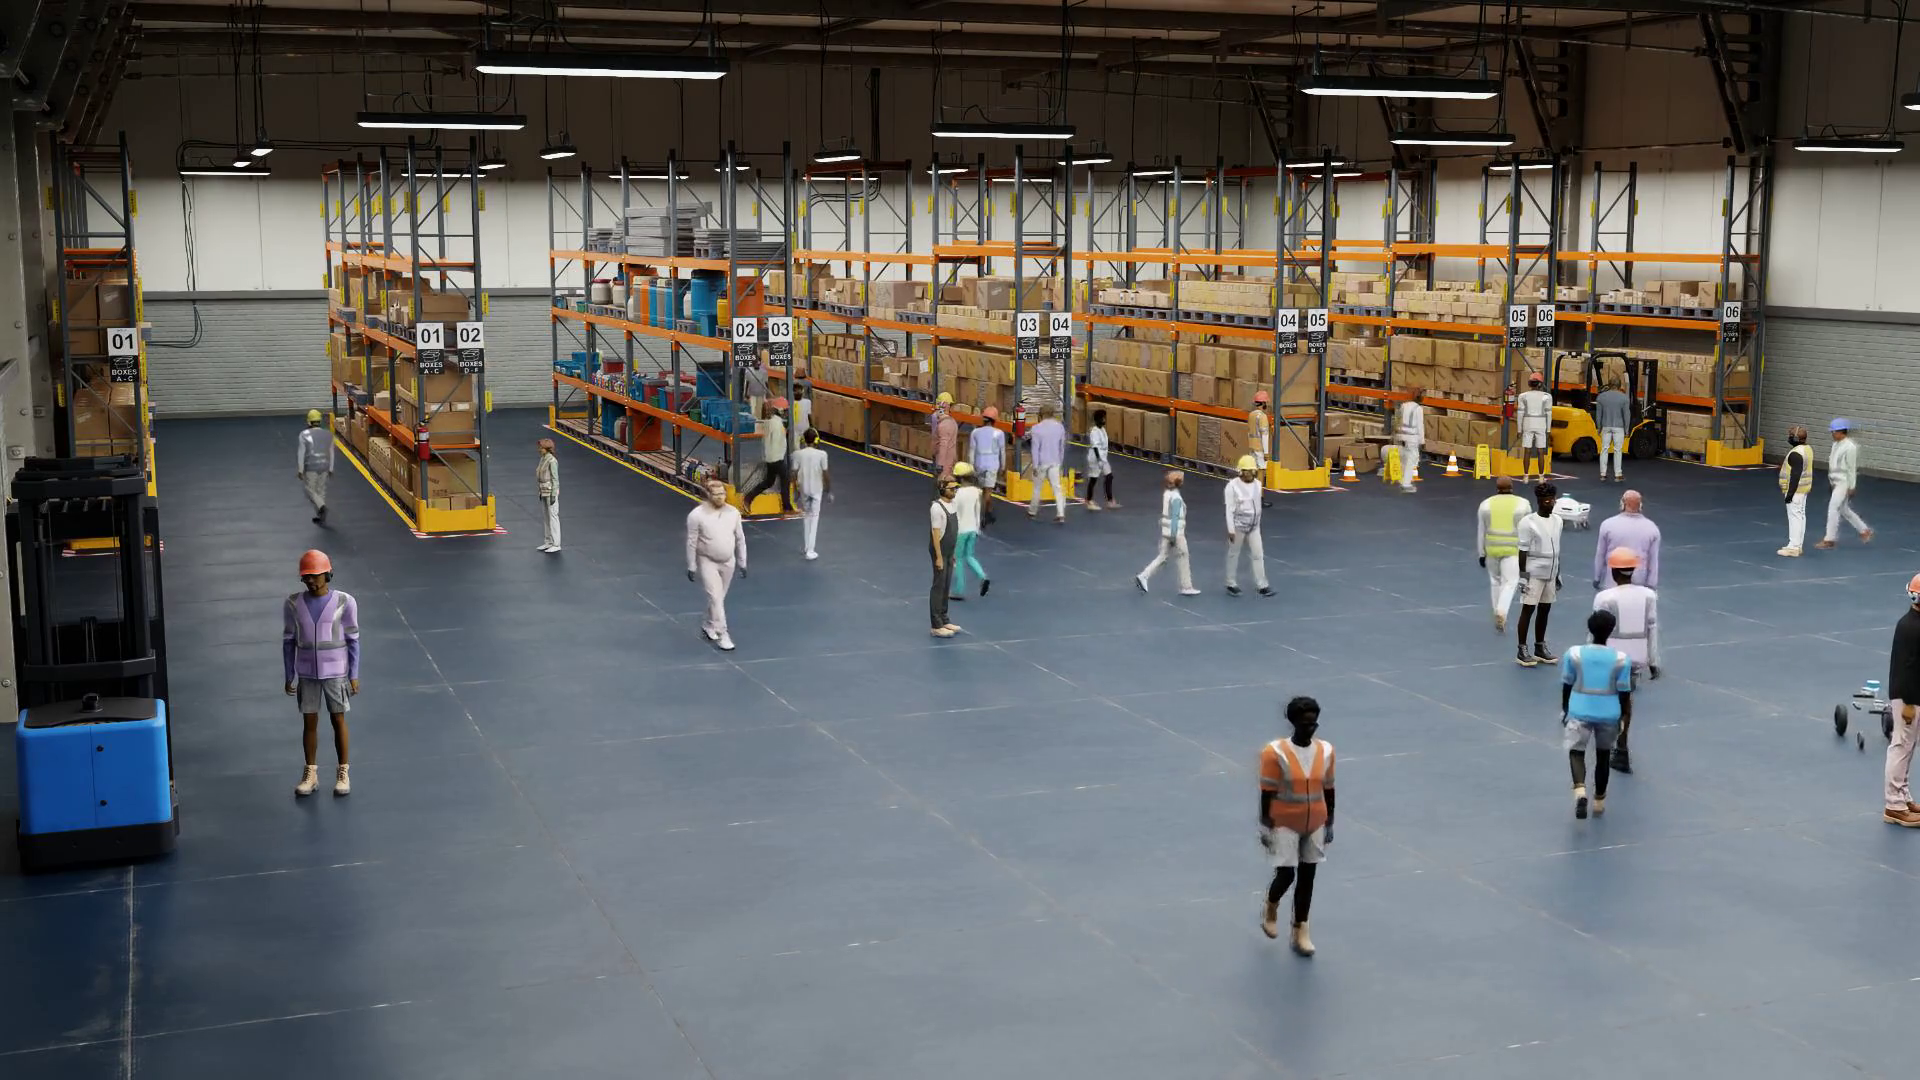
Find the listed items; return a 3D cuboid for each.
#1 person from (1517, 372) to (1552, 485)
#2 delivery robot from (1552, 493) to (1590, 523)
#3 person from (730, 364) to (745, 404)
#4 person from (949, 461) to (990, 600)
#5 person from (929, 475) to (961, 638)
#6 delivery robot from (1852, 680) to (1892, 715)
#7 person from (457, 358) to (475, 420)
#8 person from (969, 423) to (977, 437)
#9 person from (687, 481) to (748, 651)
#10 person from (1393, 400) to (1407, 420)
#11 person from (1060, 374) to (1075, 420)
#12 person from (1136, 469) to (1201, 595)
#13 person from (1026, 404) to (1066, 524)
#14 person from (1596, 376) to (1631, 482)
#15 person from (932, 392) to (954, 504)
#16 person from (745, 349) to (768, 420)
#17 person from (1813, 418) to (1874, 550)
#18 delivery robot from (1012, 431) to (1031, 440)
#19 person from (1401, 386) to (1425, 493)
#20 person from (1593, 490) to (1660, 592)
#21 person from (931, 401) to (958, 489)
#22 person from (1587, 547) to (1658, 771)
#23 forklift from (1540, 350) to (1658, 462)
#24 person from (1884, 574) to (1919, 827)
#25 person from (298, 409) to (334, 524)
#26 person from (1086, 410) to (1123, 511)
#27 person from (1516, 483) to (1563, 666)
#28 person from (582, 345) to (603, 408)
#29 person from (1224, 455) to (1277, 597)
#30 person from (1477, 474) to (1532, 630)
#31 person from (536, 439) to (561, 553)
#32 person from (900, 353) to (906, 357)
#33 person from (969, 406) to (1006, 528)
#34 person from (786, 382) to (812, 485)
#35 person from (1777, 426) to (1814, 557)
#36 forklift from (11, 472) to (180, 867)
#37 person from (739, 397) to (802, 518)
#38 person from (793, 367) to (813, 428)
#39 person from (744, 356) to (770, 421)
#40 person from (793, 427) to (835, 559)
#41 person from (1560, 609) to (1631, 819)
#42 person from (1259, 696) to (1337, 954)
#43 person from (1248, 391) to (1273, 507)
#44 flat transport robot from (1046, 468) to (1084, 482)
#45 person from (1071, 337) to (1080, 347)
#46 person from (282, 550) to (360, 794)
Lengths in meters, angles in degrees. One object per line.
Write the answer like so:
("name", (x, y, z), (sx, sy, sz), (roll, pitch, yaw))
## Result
("person", (10.422, -2.020, 38.008), (0.605, 2.033, 0.400), (3, 9, 17))
("delivery robot", (9.384, -0.478, 32.457), (0.477, 0.478, 0.707), (-8, 12, -44))
("person", (-5.533, -4.167, 52.743), (0.449, 1.902, 0.598), (-6, 11, -36))
("person", (0.077, -0.108, 26.163), (0.530, 1.749, 0.540), (7, 11, 41))
("person", (-0.173, 0.172, 24.010), (0.346, 1.847, 0.506), (3, 9, 20))
("delivery robot", (8.313, 1.399, 19.080), (0.335, 0.223, 0.698), (2, 9, 12))
("person", (-11.972, -3.833, 50.481), (0.588, 1.907, 0.643), (7, 11, 39))
("person", (0.293, -3.045, 46.204), (0.515, 1.616, 0.419), (-4, 10, -26))
("person", (-2.724, 0.250, 23.451), (0.659, 1.865, 0.978), (-6, 10, -33))
("person", (10.177, -3.425, 48.368), (0.483, 1.737, 0.320), (8, 12, 42))
("person", (2.179, -2.891, 44.396), (0.587, 1.867, 0.698), (-3, 9, -17))
("person", (2.658, -0.099, 26.577), (0.755, 1.615, 0.514), (-2, 9, -12))
("person", (1.388, -1.210, 33.132), (0.652, 1.887, 1.026), (-4, 9, -25))
("person", (12.010, -2.049, 38.511), (0.630, 1.940, 0.372), (6, 10, 35))
("person", (-0.277, -1.513, 35.019), (0.396, 1.918, 0.588), (-3, 9, -20))
("person", (-4.577, -3.381, 47.475), (0.579, 1.904, 0.831), (-3, 9, -21))
("person", (12.908, -0.822, 30.463), (0.864, 1.914, 0.627), (0, 9, 1))
("delivery robot", (1.332, -2.352, 44.947), (0.477, 0.478, 0.707), (-3, 9, -16))
("person", (8.017, -1.775, 36.914), (0.562, 1.863, 0.611), (-3, 9, -18))
("person", (7.108, 0.407, 22.301), (0.654, 1.887, 0.701), (0, 9, 3))
("person", (-0.260, -1.265, 33.387), (0.400, 1.907, 0.645), (2, 9, 16))
("person", (5.704, 1.008, 18.195), (0.587, 1.911, 0.713), (-1, 9, -8))
("forklift", (12.897, -2.725, 42.309), (2.313, 2.155, 1.214), (-3, 9, -21))
("person", (7.514, 1.230, 16.477), (0.392, 1.990, 0.611), (6, 10, 35))
("person", (-10.069, -1.142, 32.837), (0.554, 1.821, 0.604), (8, 12, 42))
("person", (2.379, -1.297, 34.364), (0.695, 1.676, 0.546), (4, 10, 26))
("person", (6.209, 0.354, 22.391), (0.613, 1.963, 0.362), (-5, 10, -30))
("person", (-9.478, -4.336, 54.102), (0.586, 1.835, 0.404), (-1, 9, -5))
("person", (3.643, -0.157, 26.347), (0.628, 1.793, 0.857), (-5, 10, -30))
("person", (6.310, 0.141, 24.335), (0.614, 1.812, 0.795), (4, 10, 27))
("person", (-5.921, -0.643, 30.132), (0.307, 1.637, 0.525), (-5, 10, -31))
("person", (-1.209, -3.138, 45.905), (0.544, 1.906, 0.847), (-4, 9, -25))
("person", (0.408, -1.134, 32.716), (0.544, 1.888, 1.054), (3, 9, 19))
("person", (-2.925, -1.954, 38.139), (0.548, 1.855, 0.575), (-3, 9, -22))
("person", (11.890, -0.698, 29.826), (0.429, 1.845, 0.621), (6, 10, 35))
("forklift", (-6.630, 0.886, 15.957), (1.129, 2.768, 1.873), (-3, 9, -21))
("person", (-3.062, -1.336, 33.720), (0.925, 1.959, 0.621), (-2, 9, -15))
("person", (-3.440, -2.925, 45.361), (0.502, 1.633, 0.282), (-2, 9, -16))
("person", (-4.461, -3.146, 46.181), (0.557, 1.825, 0.932), (-2, 9, -11))
("person", (-2.051, -0.674, 29.648), (0.523, 1.848, 0.658), (3, 9, 20))
("person", (4.995, 1.385, 16.475), (0.534, 1.677, 0.650), (2, 9, 15))
("person", (2.175, 1.823, 13.503), (0.551, 1.685, 0.393), (-3, 9, -18))
("person", (5.033, -1.529, 35.048), (0.366, 1.934, 0.555), (-3, 9, -20))
("flat transport robot", (1.706, -1.218, 38.645), (0.652, 0.197, 1.431), (-3, 9, -20))
("person", (2.784, -4.024, 51.672), (0.603, 1.930, 1.014), (-3, 9, -17))
("person", (-5.261, 1.089, 17.237), (0.615, 2.041, 0.376), (0, 9, -2))
